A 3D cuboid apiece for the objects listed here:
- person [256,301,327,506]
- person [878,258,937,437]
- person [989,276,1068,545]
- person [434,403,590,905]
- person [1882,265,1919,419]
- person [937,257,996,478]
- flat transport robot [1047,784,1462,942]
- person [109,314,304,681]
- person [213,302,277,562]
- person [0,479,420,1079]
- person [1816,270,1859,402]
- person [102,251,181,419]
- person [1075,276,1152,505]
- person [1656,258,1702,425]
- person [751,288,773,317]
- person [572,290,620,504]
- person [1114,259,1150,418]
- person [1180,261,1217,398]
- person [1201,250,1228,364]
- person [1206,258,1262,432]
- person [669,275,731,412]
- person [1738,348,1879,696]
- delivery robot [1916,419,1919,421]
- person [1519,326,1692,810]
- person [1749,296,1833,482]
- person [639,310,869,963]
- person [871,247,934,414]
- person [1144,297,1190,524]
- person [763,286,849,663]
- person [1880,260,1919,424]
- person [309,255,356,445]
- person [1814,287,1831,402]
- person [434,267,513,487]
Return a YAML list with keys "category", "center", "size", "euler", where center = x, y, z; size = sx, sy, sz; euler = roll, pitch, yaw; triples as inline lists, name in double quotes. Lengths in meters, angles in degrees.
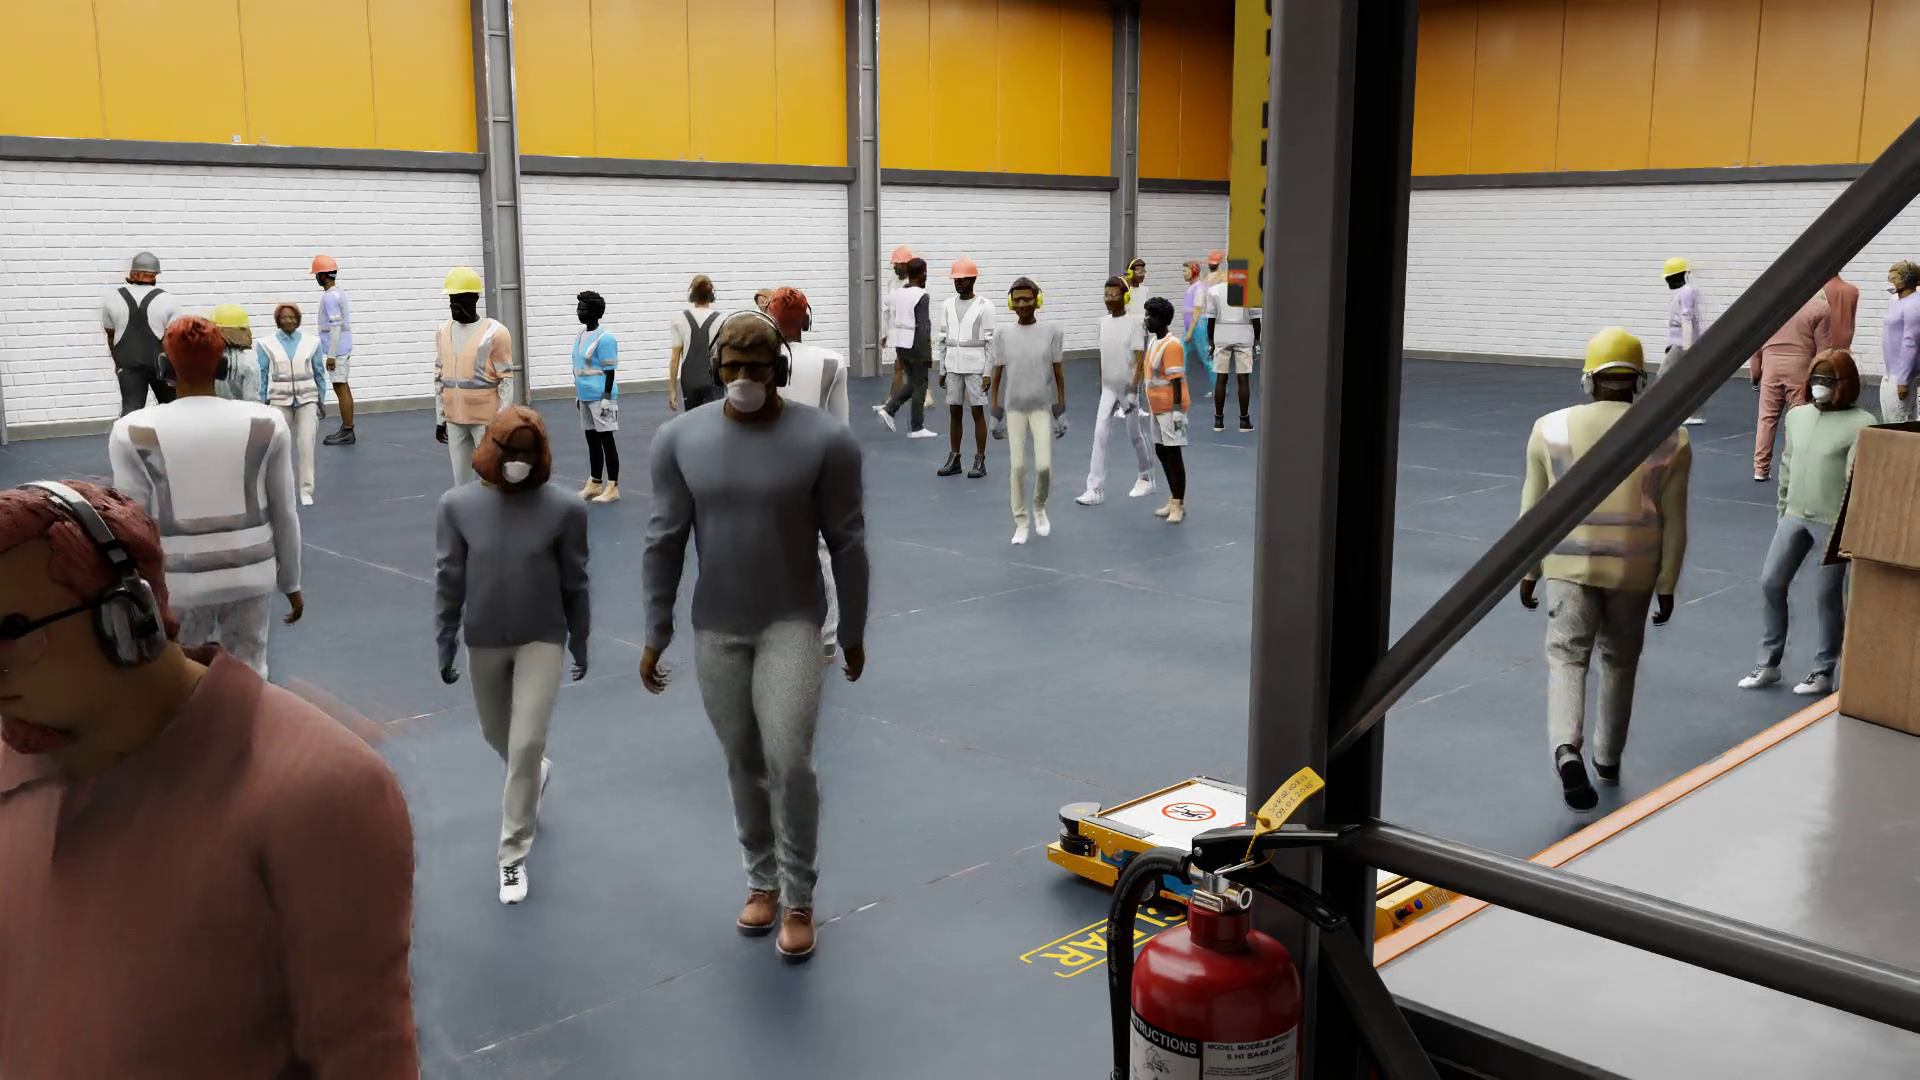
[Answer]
- category: "person"
  center: [-5.328, -1.098, 13.286]
  size: [0.517, 1.623, 0.537]
  euler: [-4, 11, -23]
- category: "person"
  center: [-0.536, -2.018, 17.549]
  size: [0.503, 1.904, 0.594]
  euler: [-6, 12, -28]
- category: "person"
  center: [0.468, -0.884, 11.480]
  size: [0.547, 1.852, 0.392]
  euler: [1, 10, 7]
- category: "person"
  center: [-1.482, 0.323, 5.586]
  size: [0.503, 1.600, 0.780]
  euler: [-1, 10, -5]
- category: "person"
  center: [10.244, -2.032, 17.860]
  size: [0.636, 1.811, 0.789]
  euler: [5, 11, 24]
- category: "person"
  center: [0.046, -1.514, 14.679]
  size: [0.545, 1.938, 0.362]
  euler: [5, 12, 28]
- category: "flat transport robot"
  center: [1.022, 1.042, 5.290]
  size: [0.652, 0.197, 1.431]
  euler: [-10, 14, -44]
- category: "person"
  center: [-2.555, 0.165, 5.714]
  size: [0.580, 1.869, 0.476]
  euler: [-5, 12, -26]
- category: "person"
  center: [-4.633, -0.642, 10.532]
  size: [0.489, 1.717, 0.790]
  euler: [2, 11, 12]
- category: "person"
  center: [-0.916, 0.826, 2.139]
  size: [0.653, 1.874, 0.744]
  euler: [3, 11, 14]
- category: "person"
  center: [9.483, -2.151, 18.099]
  size: [0.624, 1.970, 0.650]
  euler: [0, 10, 1]
- category: "person"
  center: [-7.418, -1.647, 15.125]
  size: [0.682, 2.000, 0.951]
  euler: [-2, 11, -11]
- category: "person"
  center: [1.294, -1.206, 13.359]
  size: [0.495, 1.822, 0.989]
  euler: [8, 13, 36]
- category: "person"
  center: [8.021, -2.206, 18.610]
  size: [0.744, 1.873, 0.728]
  euler: [3, 11, 18]
- category: "person"
  center: [-1.996, -1.843, 17.404]
  size: [0.532, 1.595, 0.846]
  euler: [4, 11, 21]
- category: "person"
  center: [-2.916, -1.138, 13.285]
  size: [0.321, 1.697, 0.530]
  euler: [-9, 13, -39]
- category: "person"
  center: [2.031, -2.358, 19.516]
  size: [0.507, 1.861, 0.328]
  euler: [-8, 13, -38]
- category: "person"
  center: [3.050, -2.735, 21.735]
  size: [0.969, 1.800, 0.585]
  euler: [-2, 11, -10]
- category: "person"
  center: [4.158, -3.758, 27.033]
  size: [0.581, 1.890, 0.560]
  euler: [-7, 13, -34]
- category: "person"
  center: [2.976, -2.149, 18.069]
  size: [0.607, 1.966, 0.367]
  euler: [3, 11, 18]
- category: "person"
  center: [-2.078, -1.245, 13.575]
  size: [0.541, 1.799, 0.958]
  euler: [0, 10, -3]
- category: "person"
  center: [3.923, -0.066, 7.640]
  size: [0.485, 1.616, 0.518]
  euler: [-5, 11, -24]
- category: "delivery robot"
  center: [8.235, -0.792, 14.263]
  size: [0.707, 0.478, 0.477]
  euler: [-4, 11, -20]
- category: "person"
  center: [2.394, 0.109, 6.228]
  size: [0.593, 1.804, 0.794]
  euler: [3, 11, 18]
- category: "person"
  center: [7.142, -1.429, 14.305]
  size: [0.407, 1.906, 0.655]
  euler: [-10, 15, -44]
- category: "person"
  center: [-0.618, 0.289, 4.916]
  size: [0.649, 1.915, 0.664]
  euler: [1, 10, 8]
- category: "person"
  center: [-0.665, -2.518, 20.030]
  size: [0.625, 1.991, 1.079]
  euler: [10, 14, 44]
- category: "person"
  center: [1.548, -0.967, 12.404]
  size: [0.343, 1.683, 0.620]
  euler: [-2, 11, -11]
- category: "person"
  center: [-0.827, -0.307, 8.241]
  size: [0.584, 1.883, 0.337]
  euler: [-4, 11, -19]
- category: "person"
  center: [7.882, -1.371, 13.940]
  size: [0.369, 1.932, 0.623]
  euler: [3, 11, 18]
- category: "person"
  center: [-6.397, -1.933, 16.976]
  size: [0.376, 1.934, 0.547]
  euler: [-2, 11, -12]
- category: "person"
  center: [9.080, -2.091, 17.689]
  size: [0.429, 1.990, 0.627]
  euler: [3, 11, 18]
- category: "person"
  center: [-3.196, -0.814, 10.891]
  size: [0.585, 1.928, 0.369]
  euler: [4, 11, 21]
